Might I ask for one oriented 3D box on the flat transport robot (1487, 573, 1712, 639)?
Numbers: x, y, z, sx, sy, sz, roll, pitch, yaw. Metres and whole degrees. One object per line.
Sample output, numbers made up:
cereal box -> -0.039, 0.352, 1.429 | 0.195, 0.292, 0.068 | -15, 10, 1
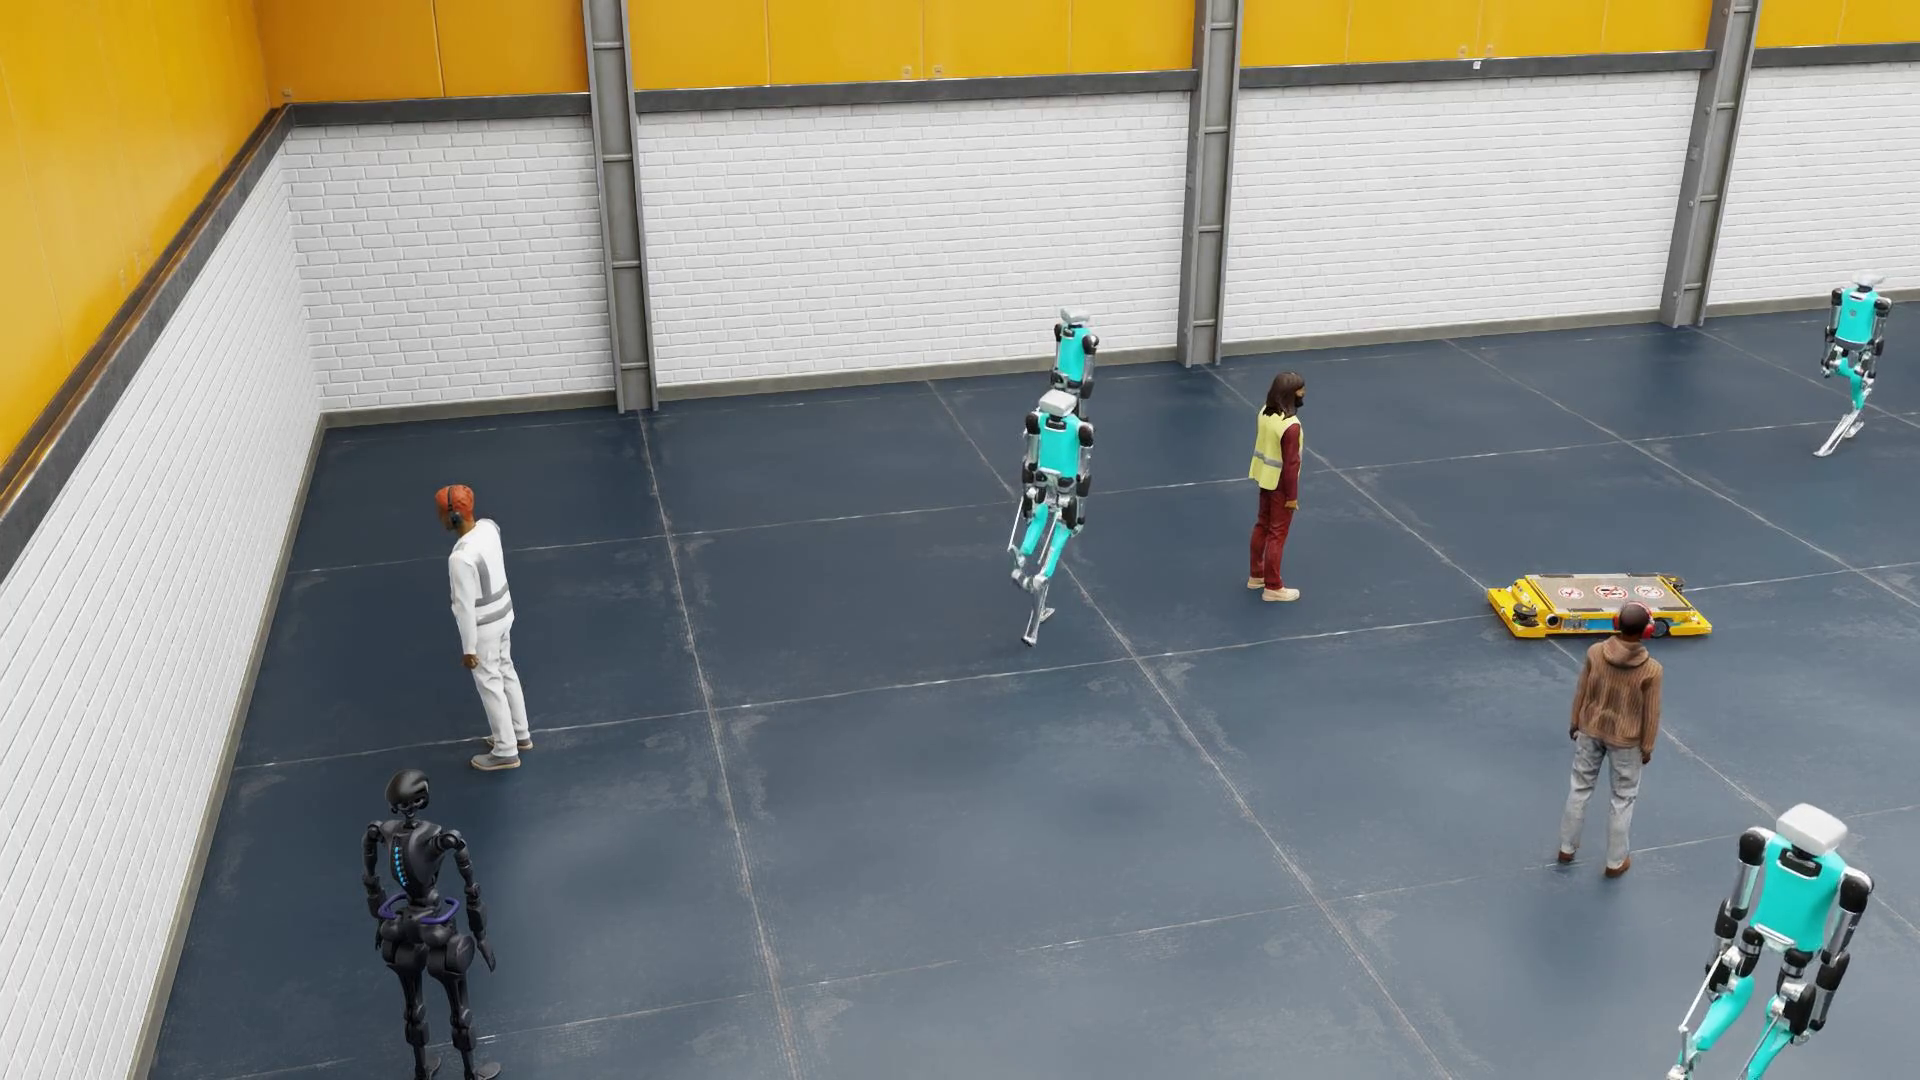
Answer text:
flat transport robot -> 4.702, 0.486, 12.255 | 1.431, 0.231, 0.659 | -1, 24, -2

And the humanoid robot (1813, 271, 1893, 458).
humanoid robot -> 8.338, -1.644, 15.338 | 1.018, 1.775, 0.531 | -15, 28, -31

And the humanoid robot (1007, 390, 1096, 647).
humanoid robot -> 0.551, -0.087, 11.833 | 0.549, 1.863, 0.821 | 13, 27, 28

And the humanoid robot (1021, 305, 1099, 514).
humanoid robot -> 0.767, -1.059, 13.896 | 0.723, 1.745, 0.551 | -13, 27, -28

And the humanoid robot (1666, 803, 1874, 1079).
humanoid robot -> 3.369, 1.965, 7.061 | 0.966, 1.742, 0.546 | -20, 31, -38

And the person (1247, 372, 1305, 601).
person -> 2.359, -0.402, 12.410 | 0.363, 1.767, 0.476 | -7, 25, -16

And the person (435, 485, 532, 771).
person -> -2.920, 0.533, 10.166 | 0.361, 1.875, 0.569 | 3, 24, 6

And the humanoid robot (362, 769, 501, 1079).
humanoid robot -> -2.424, 1.780, 7.554 | 0.599, 1.657, 0.315 | 5, 24, 11

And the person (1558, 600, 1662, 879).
person -> 3.579, 1.094, 9.169 | 0.467, 1.645, 0.313 | 19, 30, 36
